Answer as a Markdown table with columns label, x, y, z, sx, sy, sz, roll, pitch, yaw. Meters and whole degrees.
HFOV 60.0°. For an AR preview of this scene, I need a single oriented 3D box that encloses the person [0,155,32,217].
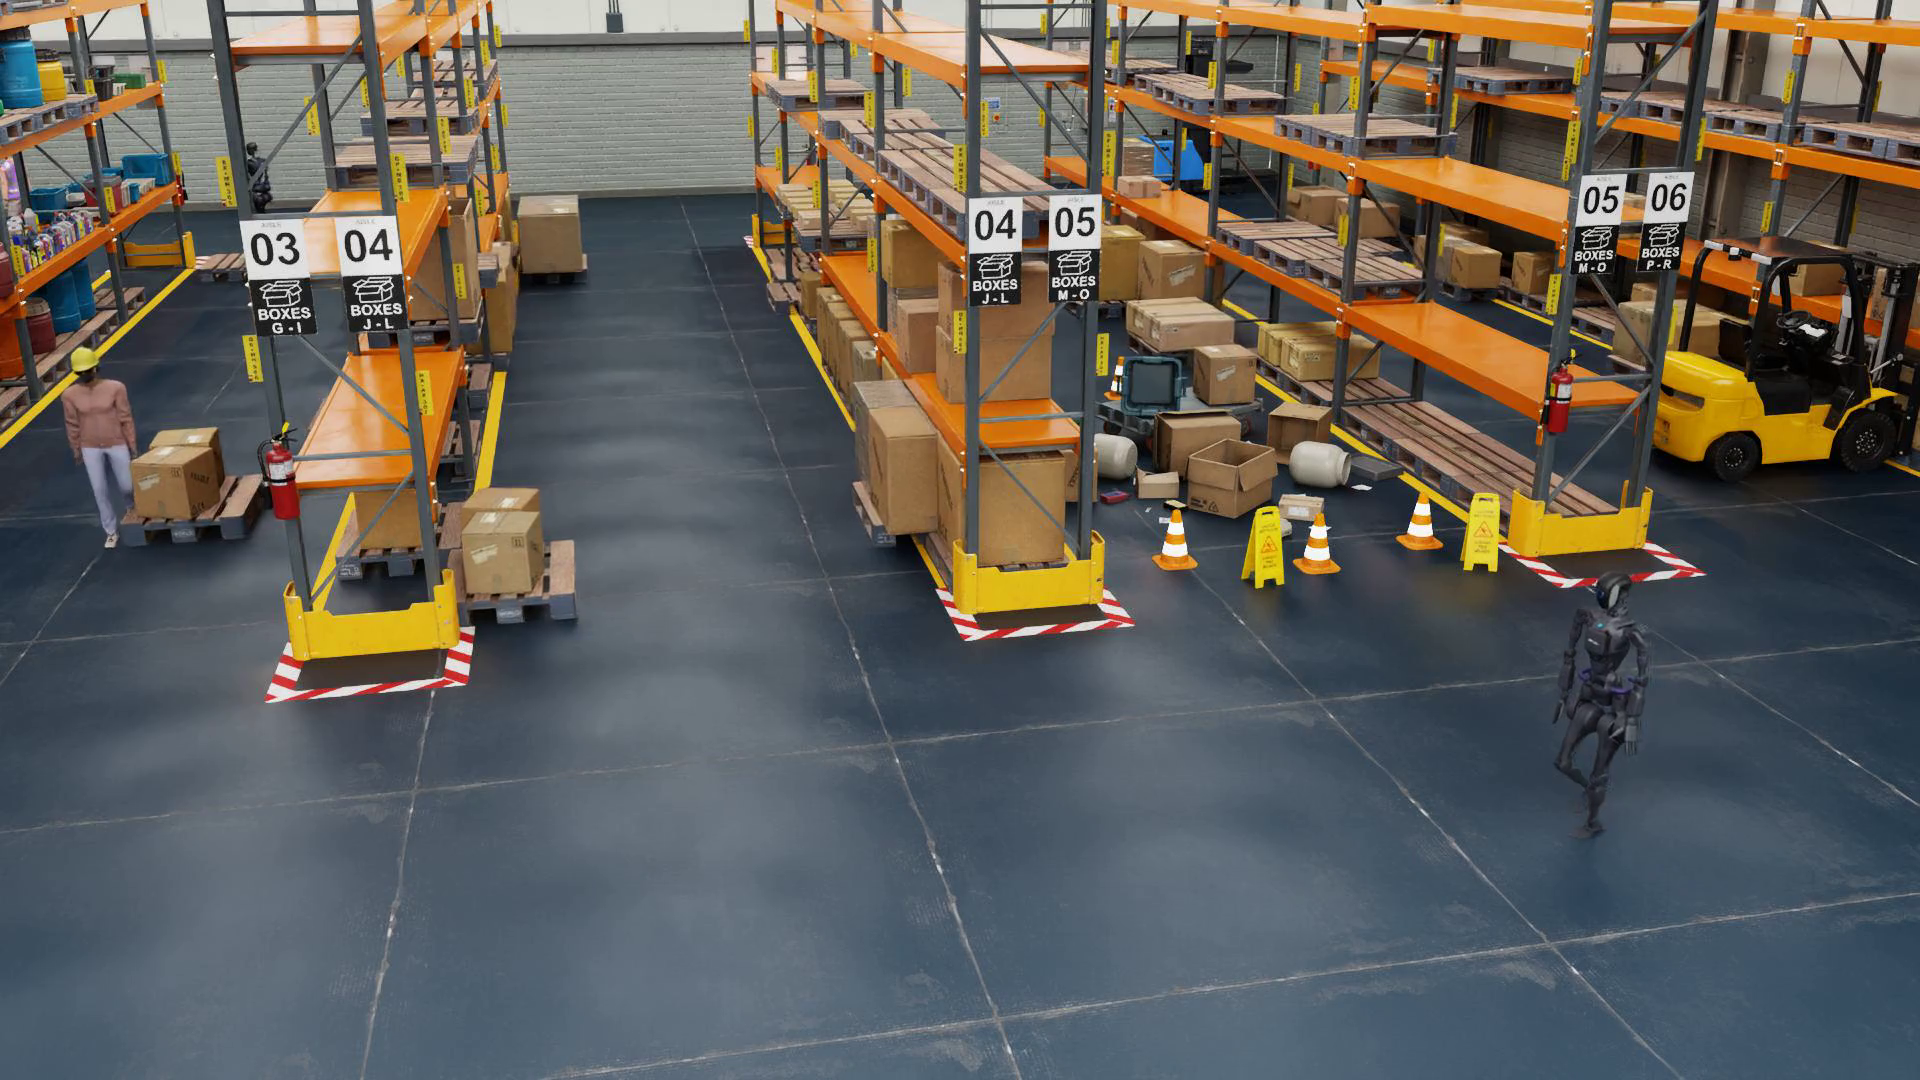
| label | x | y | z | sx | sy | sz | roll | pitch | yaw |
| --- | --- | --- | --- | --- | --- | --- | --- | --- | --- |
| person | -15.368 | -5.565 | 27.152 | 0.350 | 1.688 | 0.489 | 11 | 23 | 27 |

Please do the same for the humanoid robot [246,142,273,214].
| label | x | y | z | sx | sy | sz | roll | pitch | yaw |
| --- | --- | --- | --- | --- | --- | --- | --- | --- | --- |
| humanoid robot | -11.782 | -5.823 | 27.871 | 0.478 | 1.644 | 0.601 | 7 | 22 | 18 |

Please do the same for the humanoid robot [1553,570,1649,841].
| label | x | y | z | sx | sy | sz | roll | pitch | yaw |
| --- | --- | --- | --- | --- | --- | --- | --- | --- | --- |
| humanoid robot | 3.733 | 0.956 | 9.615 | 0.386 | 1.648 | 0.590 | -13 | 24 | -30 |

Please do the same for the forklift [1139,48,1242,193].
| label | x | y | z | sx | sy | sz | roll | pitch | yaw |
| --- | --- | --- | --- | --- | --- | --- | --- | --- | --- |
| forklift | 4.566 | -8.313 | 32.860 | 1.873 | 2.768 | 1.129 | -4 | 21 | -12 |

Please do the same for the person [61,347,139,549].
| label | x | y | z | sx | sy | sz | roll | pitch | yaw |
| --- | --- | --- | --- | --- | --- | --- | --- | --- | --- |
| person | -7.346 | -0.818 | 14.271 | 0.533 | 1.747 | 0.477 | -7 | 22 | -18 |

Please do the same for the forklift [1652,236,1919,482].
| label | x | y | z | sx | sy | sz | roll | pitch | yaw |
| --- | --- | --- | --- | --- | --- | --- | --- | --- | --- |
| forklift | 8.013 | -1.814 | 16.330 | 2.313 | 2.155 | 1.214 | -4 | 21 | -12 |
